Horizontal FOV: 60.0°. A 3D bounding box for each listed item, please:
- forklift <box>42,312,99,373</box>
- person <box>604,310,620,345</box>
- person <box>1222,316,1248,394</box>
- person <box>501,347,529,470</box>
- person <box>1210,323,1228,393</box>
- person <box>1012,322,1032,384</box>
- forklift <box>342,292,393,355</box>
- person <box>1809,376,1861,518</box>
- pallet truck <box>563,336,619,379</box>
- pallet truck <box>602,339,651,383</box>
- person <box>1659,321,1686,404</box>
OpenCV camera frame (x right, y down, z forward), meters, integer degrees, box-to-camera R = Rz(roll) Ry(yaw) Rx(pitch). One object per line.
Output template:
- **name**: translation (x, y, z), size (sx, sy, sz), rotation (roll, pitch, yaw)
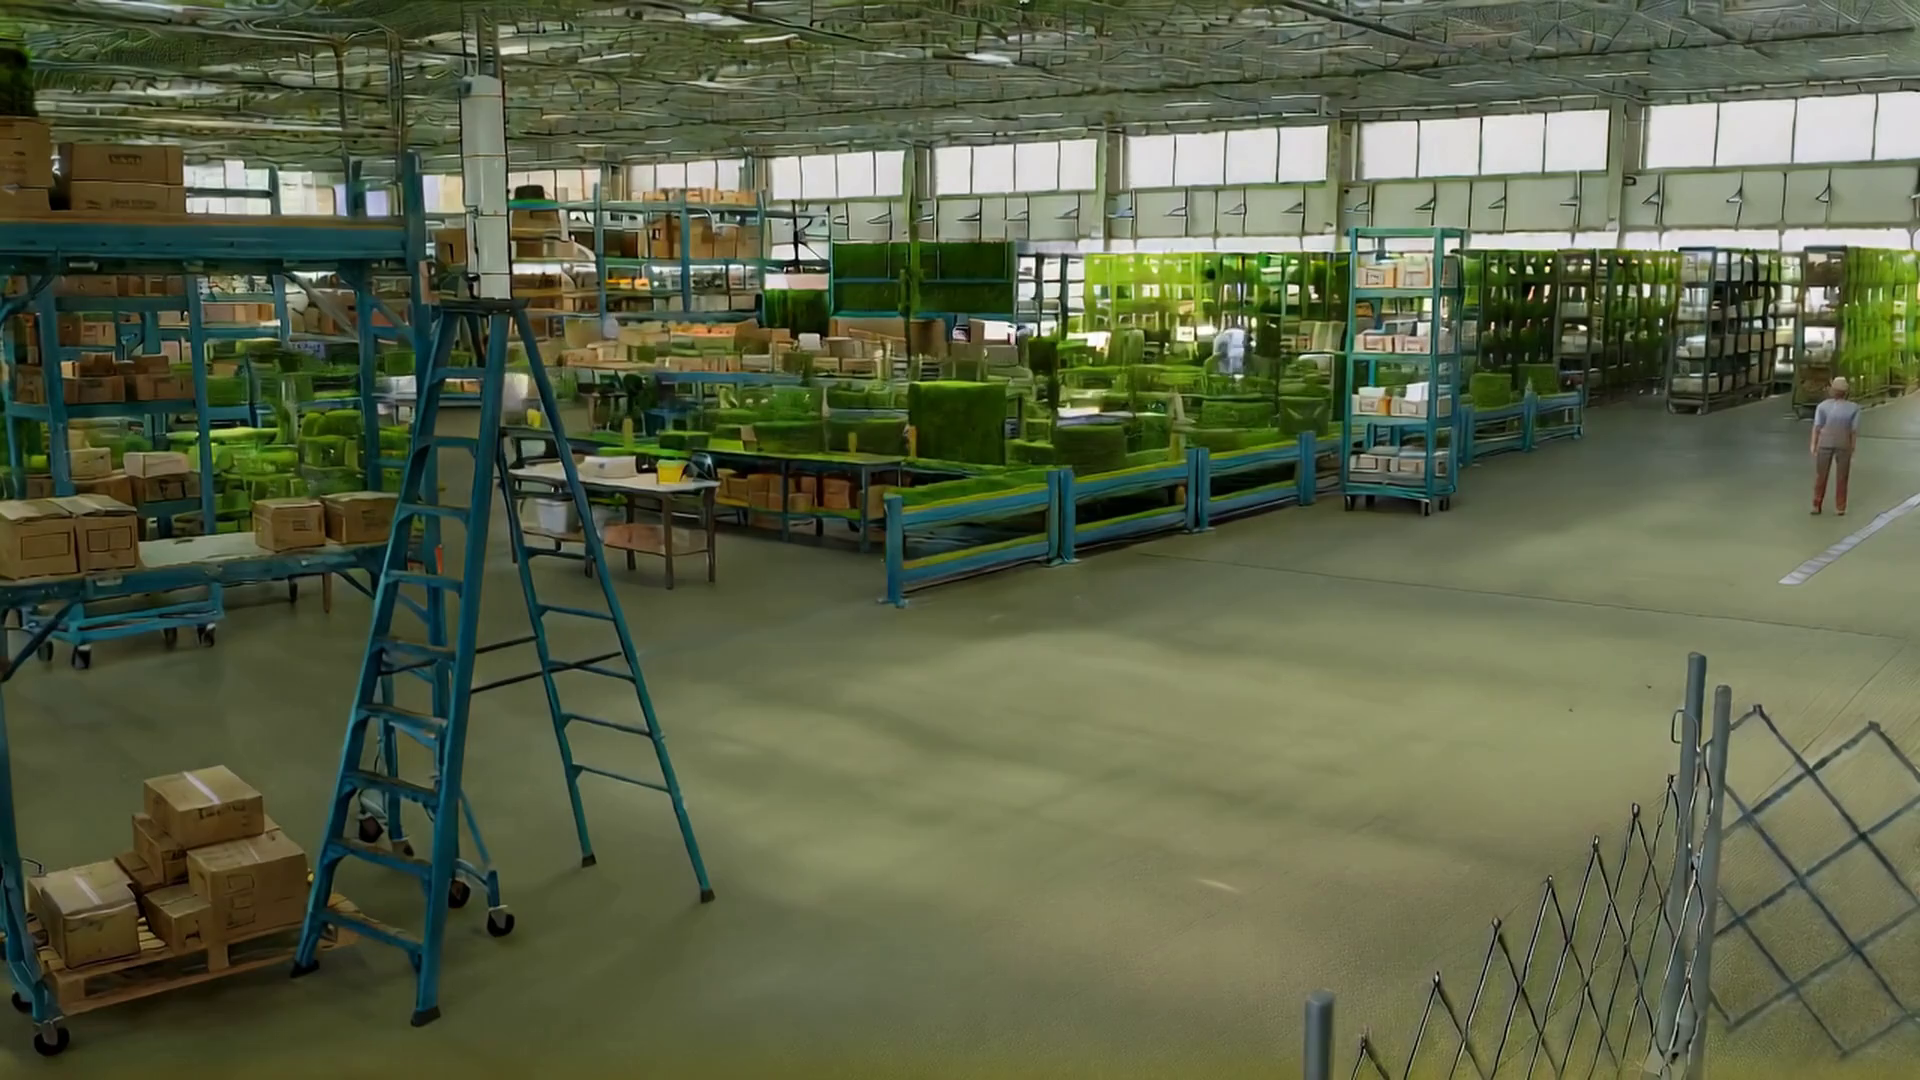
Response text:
- **forklift**: translation (-23.779, -5.451, 44.052), size (1.873, 2.768, 1.129), rotation (7, 11, 36)
- **person**: translation (-10.767, -6.195, 51.773), size (0.436, 1.891, 0.652), rotation (-8, 12, -39)
- **person**: translation (6.770, -4.541, 41.135), size (0.629, 1.992, 0.987), rotation (-1, 9, -7)
- **person**: translation (-6.822, -2.002, 25.530), size (0.554, 1.916, 0.599), rotation (4, 10, 23)
- **person**: translation (6.490, -4.510, 41.489), size (0.617, 1.811, 0.444), rotation (-9, 13, -44)
- **person**: translation (1.519, -4.755, 43.087), size (0.916, 1.785, 0.609), rotation (3, 10, 20)
- **forklift**: translation (-16.485, -5.622, 45.120), size (1.129, 2.768, 1.873), rotation (7, 11, 37)
- **person**: translation (10.917, -1.164, 20.761), size (0.533, 1.768, 0.310), rotation (6, 11, 35)
- **pallet truck**: translation (-10.690, -5.294, 48.215), size (1.601, 1.201, 0.680), rotation (-5, 10, -26)
- **pallet truck**: translation (-8.991, -4.871, 45.351), size (0.653, 1.274, 1.630), rotation (7, 11, 37)
- **person**: translation (16.548, -4.133, 38.625), size (0.655, 1.975, 0.567), rotation (7, 11, 36)
